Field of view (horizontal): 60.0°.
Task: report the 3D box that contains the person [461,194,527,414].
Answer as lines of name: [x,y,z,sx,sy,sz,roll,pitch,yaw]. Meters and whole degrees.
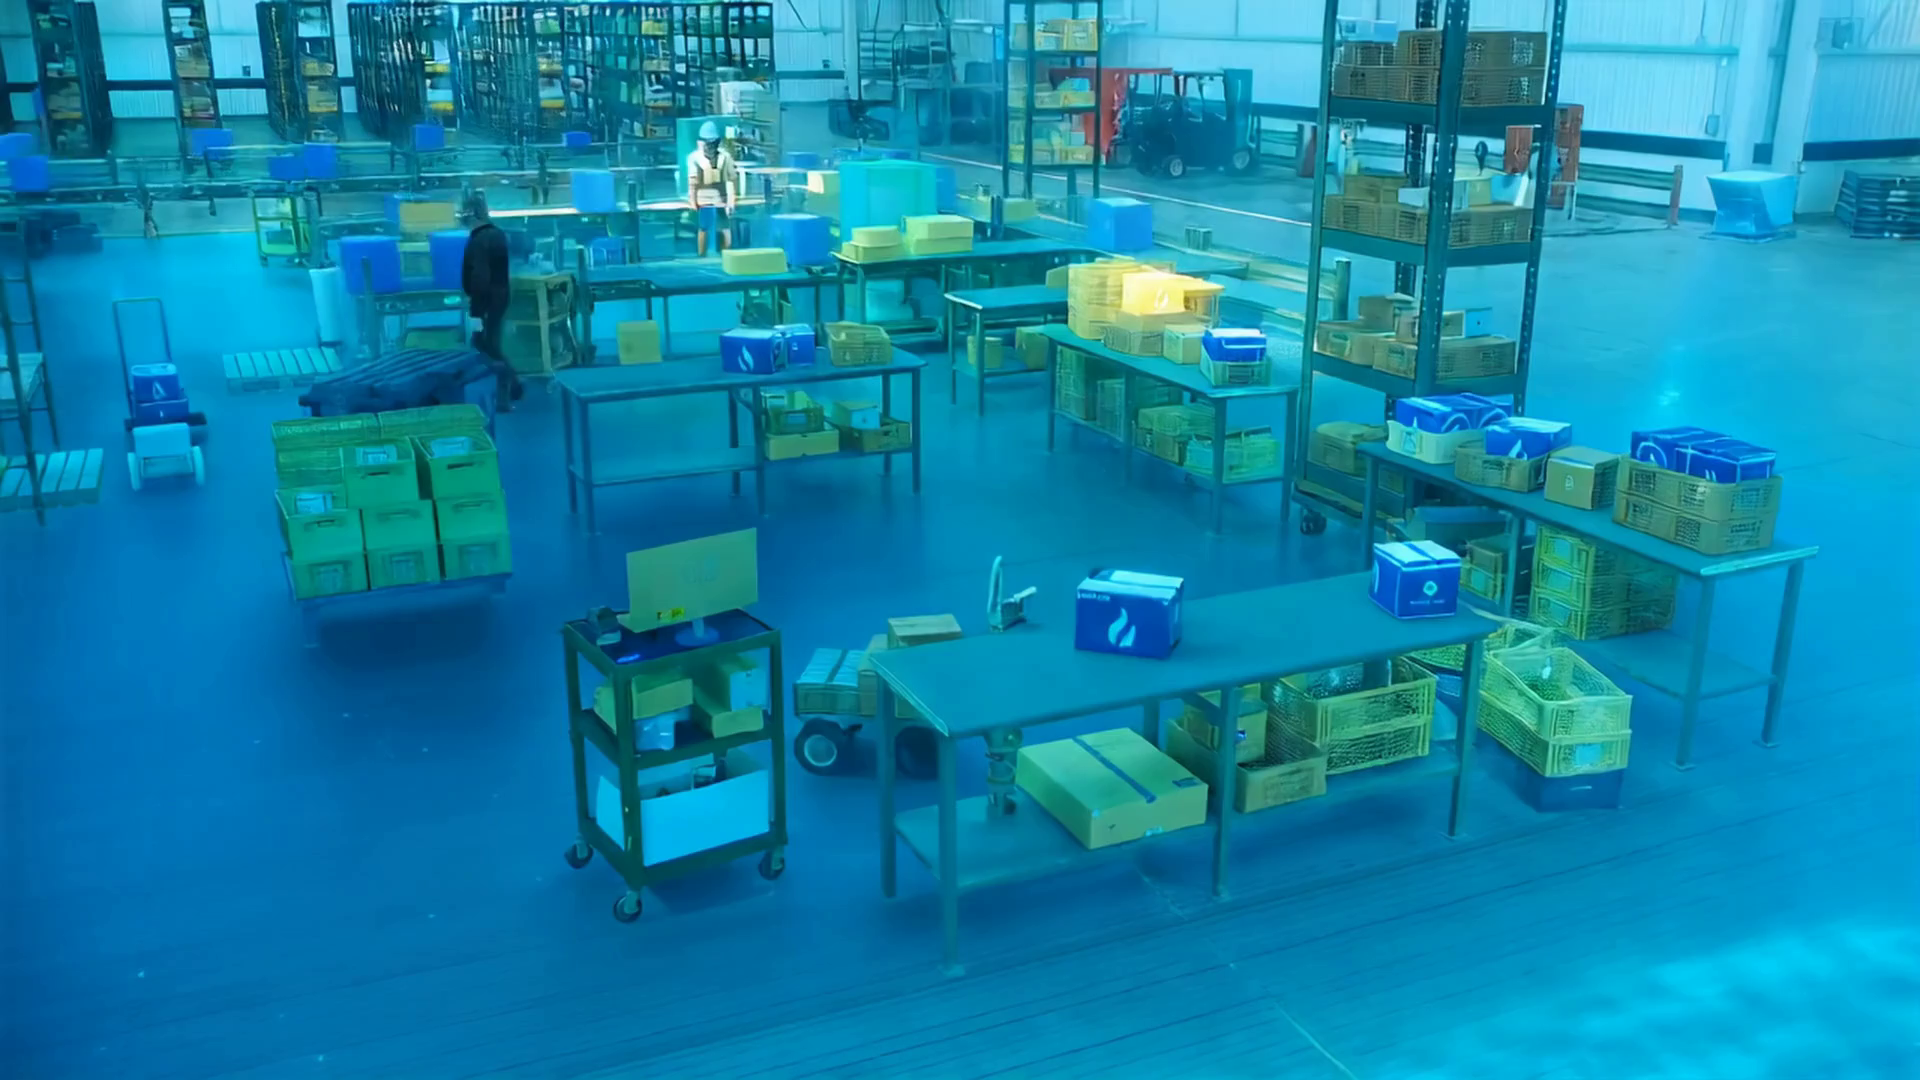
person: [-4.064,-2.000,14.250,0.426,1.885,0.661,-1,18,-3]

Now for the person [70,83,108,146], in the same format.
person: [-21.974,-10.652,41.657,0.901,1.786,0.624,-9,20,-25]

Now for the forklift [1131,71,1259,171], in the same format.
forklift: [4.998,-8.936,35.413,2.680,1.987,1.157,-9,20,-25]

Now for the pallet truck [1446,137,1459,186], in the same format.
pallet truck: [9.184,-6.485,29.328,1.630,1.274,0.653,-8,19,-23]

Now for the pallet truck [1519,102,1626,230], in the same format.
pallet truck: [9.972,-6.037,26.785,1.885,1.965,0.823,-9,20,-25]

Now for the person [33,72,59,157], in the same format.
person: [-21.896,-10.232,40.002,0.611,1.996,0.378,-10,20,-30]

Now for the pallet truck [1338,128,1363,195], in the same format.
pallet truck: [7.845,-7.140,31.411,1.522,1.261,0.704,-9,20,-25]

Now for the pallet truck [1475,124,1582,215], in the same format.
pallet truck: [9.707,-6.455,28.103,1.885,1.965,0.823,-7,19,-20]

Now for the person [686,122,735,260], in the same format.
person: [-3.139,-4.256,21.101,0.607,2.044,0.376,-8,19,-24]

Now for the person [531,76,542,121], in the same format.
person: [-11.688,-12.067,46.027,0.385,1.845,0.569,-7,19,-22]

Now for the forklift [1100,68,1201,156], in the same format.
forklift: [4.082,-9.564,37.410,2.680,1.987,1.157,-8,19,-23]

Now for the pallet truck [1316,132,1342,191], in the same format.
pallet truck: [7.723,-7.504,32.656,1.601,1.201,0.680,-8,19,-23]
